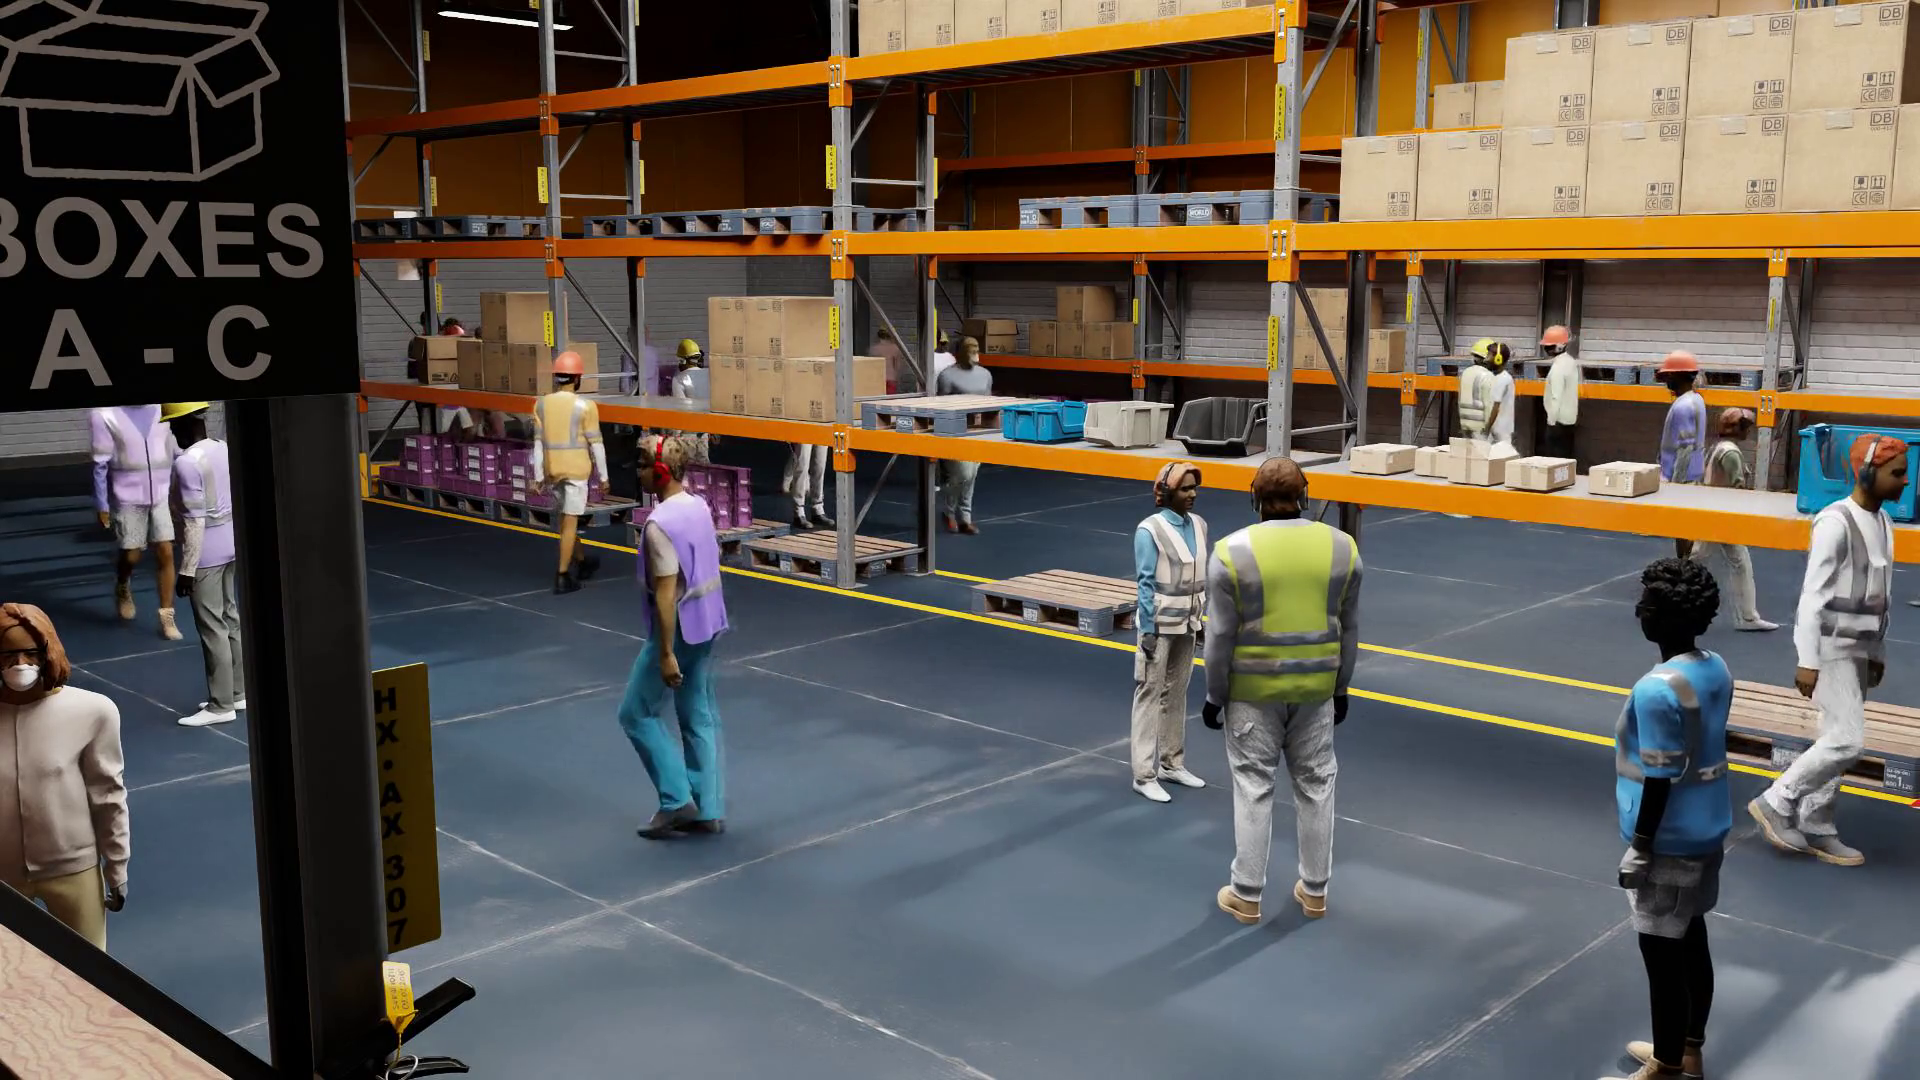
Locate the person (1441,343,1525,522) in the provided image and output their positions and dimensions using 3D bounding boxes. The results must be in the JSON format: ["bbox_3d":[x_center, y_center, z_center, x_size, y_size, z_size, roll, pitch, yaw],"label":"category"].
[{"bbox_3d":[5.453,-1.086,16.876,0.995,1.822,0.517,2,9,13],"label":"person"}]

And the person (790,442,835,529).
[{"bbox_3d":[-1.459,-1.055,16.462,0.349,1.882,0.577,9,13,43],"label":"person"}]

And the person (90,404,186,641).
[{"bbox_3d":[-5.718,-0.323,11.589,0.616,2.022,0.792,-8,12,-40],"label":"person"}]

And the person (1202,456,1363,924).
[{"bbox_3d":[1.245,0.590,6.523,0.619,1.839,0.430,-1,9,-8],"label":"person"}]

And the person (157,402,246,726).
[{"bbox_3d":[-4.256,0.088,9.350,0.381,1.917,0.585,-1,9,-3],"label":"person"}]

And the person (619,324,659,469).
[{"bbox_3d":[-4.015,-1.806,21.067,0.738,1.878,0.669,5,10,27],"label":"person"}]

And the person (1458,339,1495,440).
[{"bbox_3d":[5.479,-1.201,17.523,0.404,1.827,0.600,-2,9,-13],"label":"person"}]

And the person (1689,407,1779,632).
[{"bbox_3d":[5.341,-0.148,11.761,0.840,1.587,0.570,5,10,26],"label":"person"}]

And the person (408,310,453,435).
[{"bbox_3d":[-7.025,-2.058,22.133,0.686,2.000,0.538,0,9,2],"label":"person"}]

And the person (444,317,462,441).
[{"bbox_3d":[-6.974,-2.118,22.907,0.651,1.914,0.584,-8,12,-39],"label":"person"}]

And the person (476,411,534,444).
[{"bbox_3d":[-6.705,-2.389,24.413,0.810,1.971,0.617,-4,10,-25],"label":"person"}]

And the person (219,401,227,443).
[{"bbox_3d":[-8.263,-1.418,18.961,0.549,1.804,1.025,6,11,33],"label":"person"}]

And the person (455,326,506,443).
[{"bbox_3d":[-6.036,-1.751,20.849,0.975,1.863,0.644,1,9,6],"label":"person"}]

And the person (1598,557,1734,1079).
[{"bbox_3d":[2.161,0.896,5.072,0.320,1.695,0.537,8,12,42],"label":"person"}]

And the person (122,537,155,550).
[{"bbox_3d":[-7.512,-0.829,15.196,0.325,1.843,0.516,5,11,29],"label":"person"}]

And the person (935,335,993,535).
[{"bbox_3d":[0.071,-0.993,15.955,0.627,1.925,0.428,-8,12,-42],"label":"person"}]

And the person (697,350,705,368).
[{"bbox_3d":[-2.937,-1.277,18.422,0.337,1.689,0.534,-3,10,-18],"label":"person"}]

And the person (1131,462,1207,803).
[{"bbox_3d":[1.025,0.432,8.085,0.313,1.642,0.513,9,13,42],"label":"person"}]

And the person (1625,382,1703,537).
[{"bbox_3d":[6.825,-0.791,15.738,0.882,1.593,0.525,5,11,29],"label":"person"}]

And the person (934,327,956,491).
[{"bbox_3d":[-0.254,-1.515,19.223,0.420,1.904,0.614,7,12,39],"label":"person"}]

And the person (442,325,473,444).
[{"bbox_3d":[-6.249,-1.652,20.146,0.817,1.899,0.571,4,10,21],"label":"person"}]

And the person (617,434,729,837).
[{"bbox_3d":[-1.302,0.437,7.481,0.504,1.821,0.574,2,10,14],"label":"person"}]

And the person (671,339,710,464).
[{"bbox_3d":[-2.797,-1.160,17.260,0.404,1.833,0.590,5,11,30],"label":"person"}]

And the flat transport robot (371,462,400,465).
[{"bbox_3d":[-7.298,-0.797,19.809,1.431,0.197,0.652,-3,10,-15],"label":"flat transport robot"}]

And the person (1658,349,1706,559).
[{"bbox_3d":[5.618,-0.522,13.030,0.373,1.935,0.551,5,11,29],"label":"person"}]

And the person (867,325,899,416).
[{"bbox_3d":[-1.186,-2.411,25.304,0.532,1.705,0.952,-2,9,-13],"label":"person"}]

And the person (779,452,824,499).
[{"bbox_3d":[-1.840,-1.375,18.692,0.627,1.809,0.851,-9,13,-44],"label":"person"}]

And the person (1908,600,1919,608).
[{"bbox_3d":[7.423,-0.352,12.514,0.533,1.767,0.326,-3,10,-19],"label":"person"}]

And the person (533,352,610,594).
[{"bbox_3d":[-3.066,-0.554,13.360,0.562,1.891,0.927,3,10,20],"label":"person"}]

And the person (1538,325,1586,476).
[{"bbox_3d":[6.393,-1.283,17.594,0.567,1.970,0.646,6,11,35],"label":"person"}]

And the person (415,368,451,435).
[{"bbox_3d":[-6.665,-1.666,21.087,0.507,1.586,0.811,0,9,1],"label":"person"}]

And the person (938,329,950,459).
[{"bbox_3d":[-0.313,-1.954,22.349,0.440,1.752,0.547,7,12,38],"label":"person"}]

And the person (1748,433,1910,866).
[{"bbox_3d":[3.747,0.480,7.081,0.629,1.871,0.414,-8,12,-40],"label":"person"}]

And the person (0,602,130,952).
[{"bbox_3d":[-2.661,0.976,4.798,0.497,1.629,0.276,-4,10,-24],"label":"person"}]

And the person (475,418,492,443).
[{"bbox_3d":[-6.273,-1.938,22.023,0.587,1.836,0.698,-2,9,-12],"label":"person"}]
